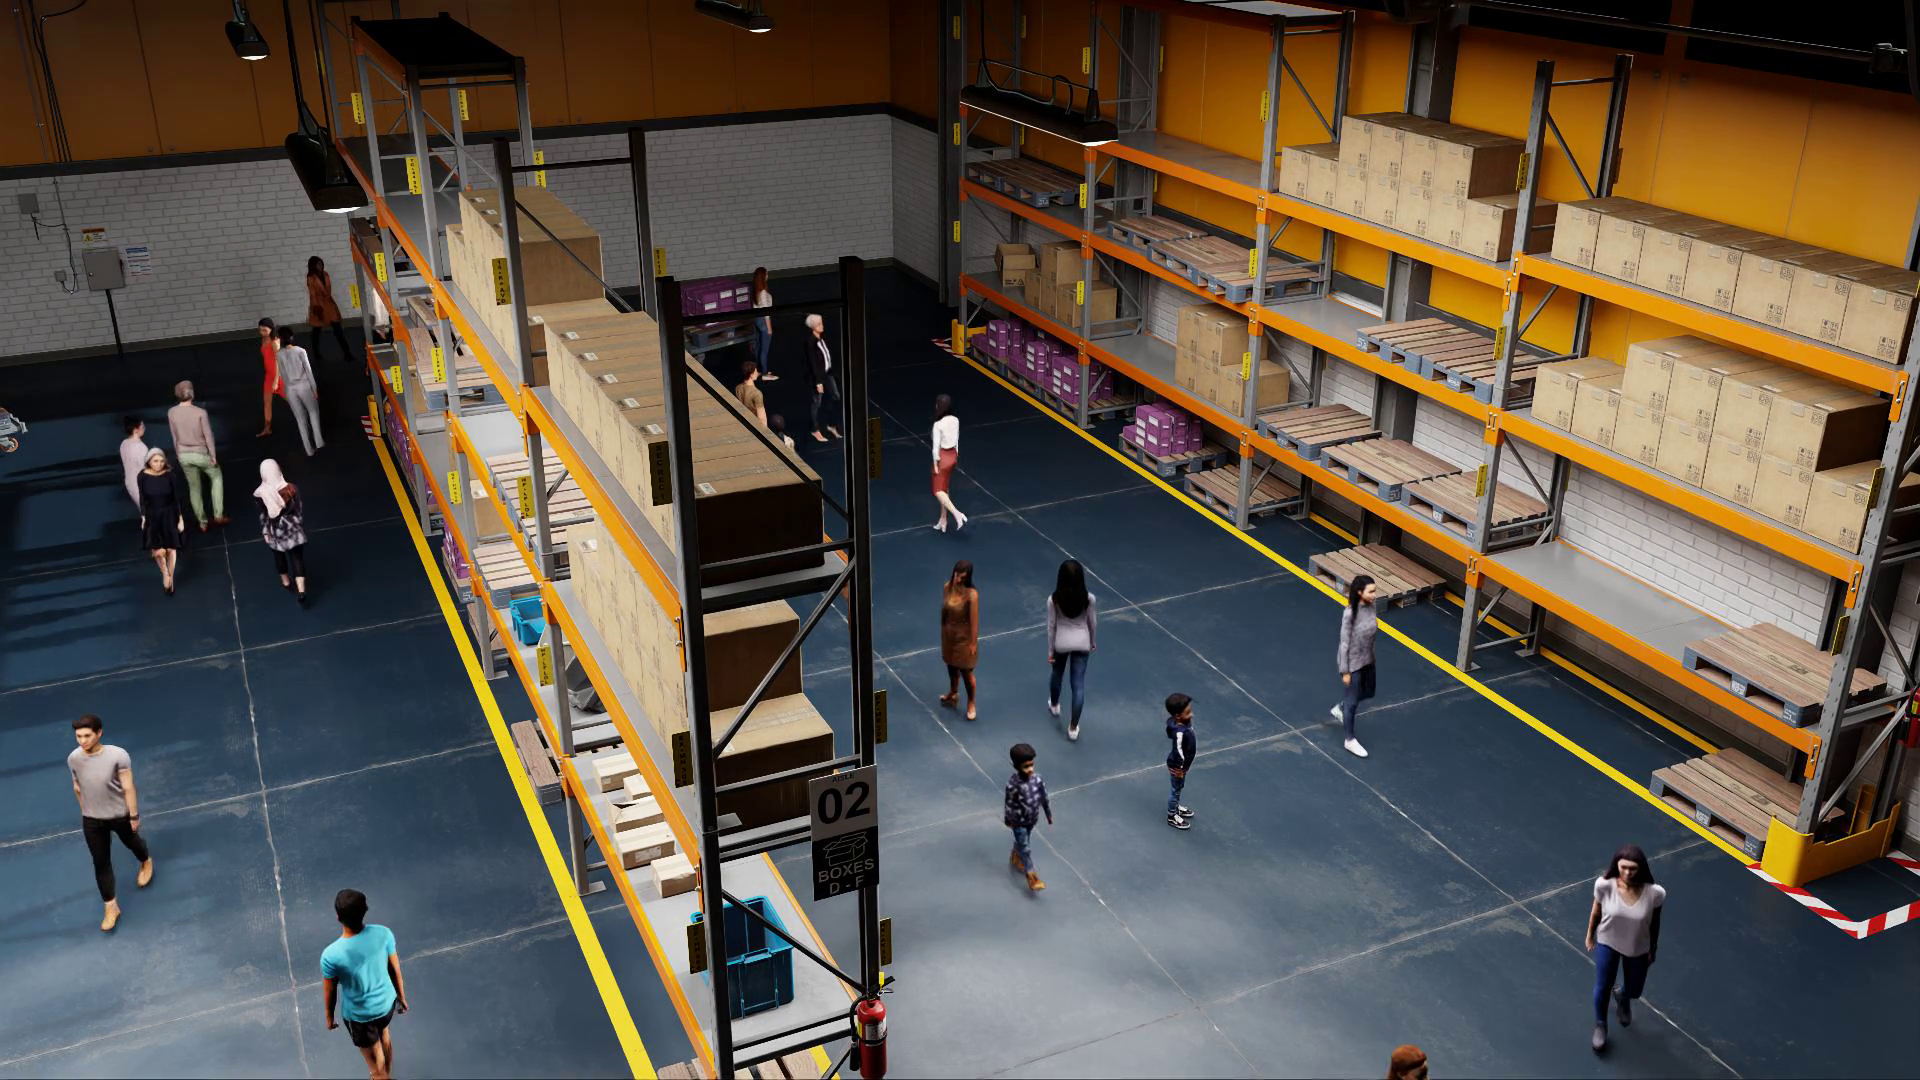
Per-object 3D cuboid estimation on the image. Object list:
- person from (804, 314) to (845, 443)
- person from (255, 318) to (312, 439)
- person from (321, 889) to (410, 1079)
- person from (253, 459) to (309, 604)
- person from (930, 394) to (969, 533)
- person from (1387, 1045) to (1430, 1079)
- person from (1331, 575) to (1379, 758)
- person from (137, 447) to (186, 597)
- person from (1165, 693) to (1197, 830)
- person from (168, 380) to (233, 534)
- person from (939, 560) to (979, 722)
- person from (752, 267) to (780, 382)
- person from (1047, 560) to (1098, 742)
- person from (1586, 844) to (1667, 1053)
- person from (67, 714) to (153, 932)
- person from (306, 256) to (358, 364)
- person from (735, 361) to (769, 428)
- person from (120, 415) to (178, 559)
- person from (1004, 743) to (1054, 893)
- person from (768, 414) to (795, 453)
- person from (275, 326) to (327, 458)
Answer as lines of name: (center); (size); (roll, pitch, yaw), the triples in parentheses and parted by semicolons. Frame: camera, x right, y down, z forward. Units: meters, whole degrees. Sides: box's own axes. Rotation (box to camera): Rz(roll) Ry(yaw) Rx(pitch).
person: (-1.855, -2.119, 21.663); (0.829, 1.770, 0.876); (13, 27, 27)
person: (-9.333, -2.246, 22.942); (1.118, 1.680, 0.972); (19, 30, 36)
person: (-3.755, 3.061, 10.702); (0.792, 1.761, 0.929); (-21, 31, -39)
person: (-7.325, -0.077, 18.072); (0.647, 1.606, 1.056); (-12, 26, -25)
person: (-0.129, -0.862, 19.707); (0.906, 1.736, 0.777); (20, 31, 38)
person: (2.463, 3.594, 9.713); (1.173, 1.575, 0.865); (21, 31, 39)
person: (3.585, 1.098, 15.240); (0.732, 1.722, 0.860); (-17, 29, -34)
person: (-8.725, -0.221, 18.248); (0.641, 1.729, 0.689); (-7, 25, -16)
person: (1.869, 1.856, 14.134); (0.666, 1.218, 0.601); (7, 25, 16)
person: (-9.107, -0.946, 19.744); (0.764, 1.859, 0.766); (-2, 24, -6)
person: (-0.011, 0.918, 15.724); (0.839, 1.664, 0.596); (-16, 29, -33)
person: (-3.011, -3.299, 25.293); (0.640, 1.727, 0.446); (-12, 26, -25)
person: (1.037, 1.048, 15.371); (0.891, 1.707, 1.060); (1, 24, 3)
person: (4.566, 2.777, 11.474); (0.849, 1.662, 0.909); (7, 25, 16)
person: (-6.618, 2.094, 13.011); (0.828, 1.682, 1.186); (-3, 24, -7)
person: (-10.020, -3.562, 25.966); (1.289, 1.669, 1.064); (16, 28, 32)
person: (-2.578, -1.327, 20.624); (0.791, 1.852, 0.631); (-21, 31, -40)
person: (-9.413, -0.607, 19.120); (0.774, 1.738, 0.895); (18, 29, 35)
person: (0.495, 2.179, 13.393); (0.548, 1.220, 0.844); (-14, 27, -28)
person: (-1.988, -0.533, 18.946); (0.796, 1.741, 1.164); (-18, 30, -36)
person: (-8.834, -1.943, 22.163); (0.767, 1.748, 0.805); (1, 24, 2)
